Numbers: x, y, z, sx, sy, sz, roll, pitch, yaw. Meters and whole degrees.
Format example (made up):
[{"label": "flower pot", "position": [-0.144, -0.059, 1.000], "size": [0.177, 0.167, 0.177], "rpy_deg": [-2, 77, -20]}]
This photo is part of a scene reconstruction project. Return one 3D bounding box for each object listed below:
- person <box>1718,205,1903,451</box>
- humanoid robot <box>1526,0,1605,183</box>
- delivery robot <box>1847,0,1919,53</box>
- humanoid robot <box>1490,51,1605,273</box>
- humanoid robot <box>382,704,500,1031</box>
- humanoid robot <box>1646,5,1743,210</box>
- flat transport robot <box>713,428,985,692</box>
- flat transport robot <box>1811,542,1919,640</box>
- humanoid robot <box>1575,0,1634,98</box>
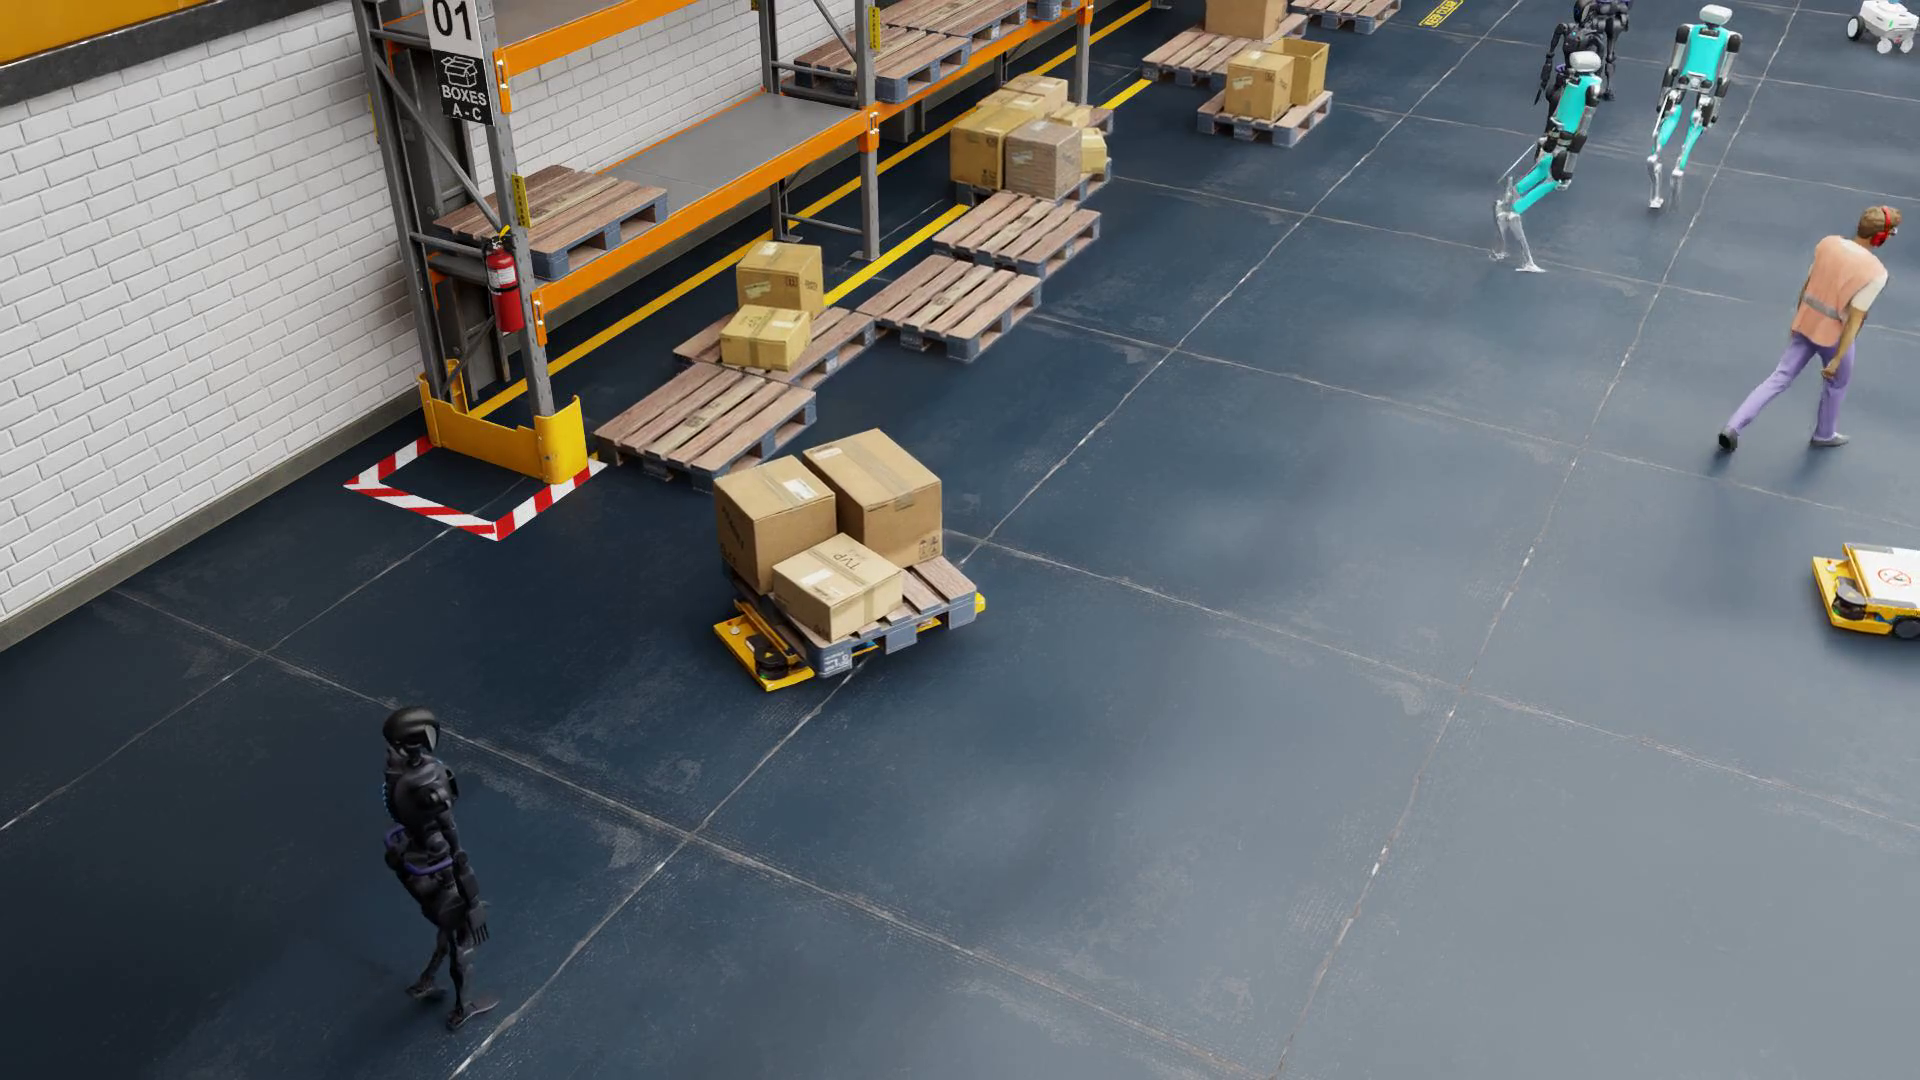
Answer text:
[{"label": "person", "position": [5.577, -1.328, 10.776], "size": [0.964, 1.790, 0.596], "rpy_deg": [-12, 35, -18]}, {"label": "humanoid robot", "position": [5.503, -4.063, 15.005], "size": [0.315, 1.657, 0.599], "rpy_deg": [-24, 40, -31]}, {"label": "delivery robot", "position": [10.401, -5.814, 18.682], "size": [0.499, 0.591, 0.762], "rpy_deg": [-1, 33, -1]}, {"label": "humanoid robot", "position": [4.633, -3.025, 13.399], "size": [0.787, 1.774, 0.533], "rpy_deg": [-4, 34, -5]}, {"label": "humanoid robot", "position": [-2.162, 1.365, 6.803], "size": [0.374, 1.642, 0.608], "rpy_deg": [-27, 42, -34]}, {"label": "humanoid robot", "position": [6.224, -3.617, 14.321], "size": [0.539, 1.795, 0.805], "rpy_deg": [19, 38, 26]}, {"label": "flat transport robot", "position": [-0.626, 0.406, 9.534], "size": [1.431, 0.231, 0.659], "rpy_deg": [-20, 38, -27]}, {"label": "flat transport robot", "position": [5.767, 0.348, 9.621], "size": [1.431, 0.231, 0.659], "rpy_deg": [7, 34, 11]}, {"label": "humanoid robot", "position": [6.646, -5.424, 17.114], "size": [0.589, 1.628, 0.761], "rpy_deg": [-5, 34, -7]}]
